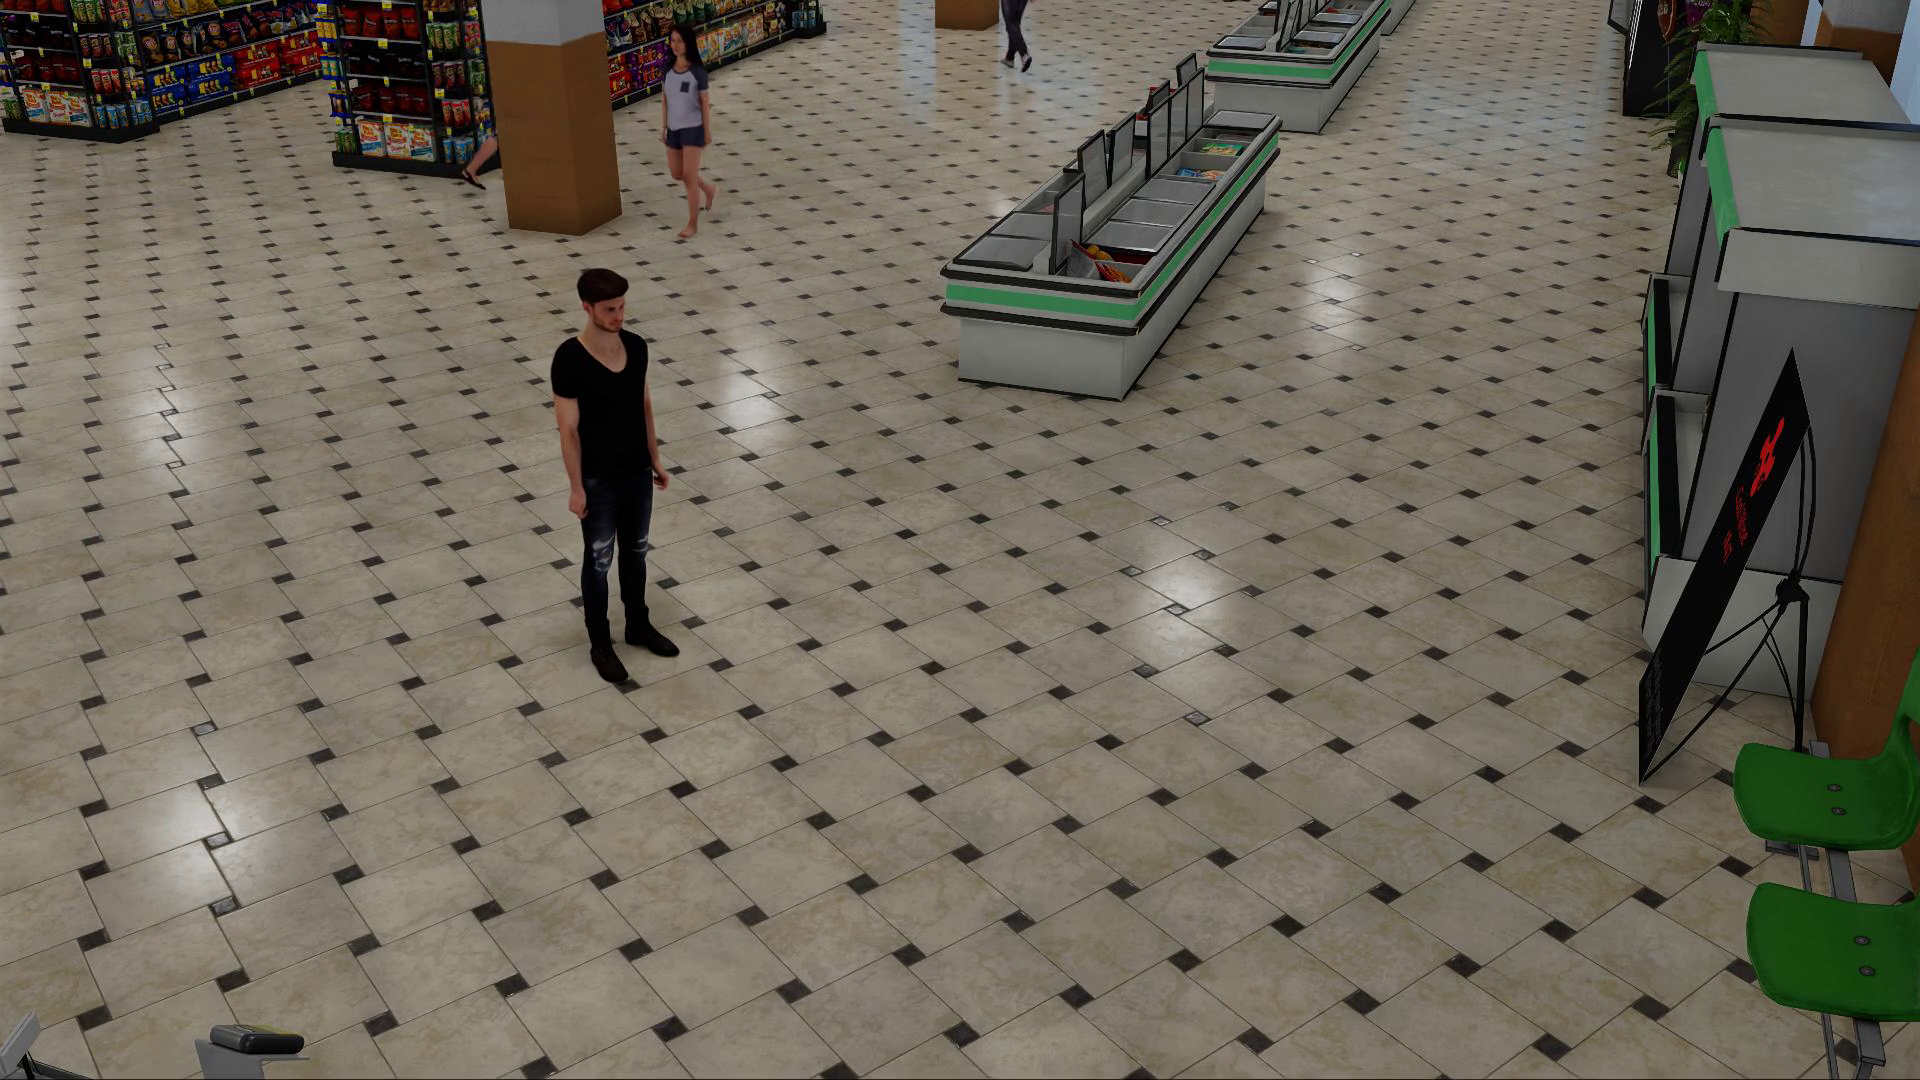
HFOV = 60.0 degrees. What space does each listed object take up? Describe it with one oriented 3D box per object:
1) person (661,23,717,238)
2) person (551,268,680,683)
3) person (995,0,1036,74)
[{"bbox_3d":[-2.216,-3.398,13.737,0.686,1.690,0.935,13,30,24],"label":"person"},{"bbox_3d":[-1.557,-0.305,7.414,0.808,1.894,0.649,22,34,36],"label":"person"},{"bbox_3d":[0.677,-6.382,19.514,1.197,1.788,1.273,-11,29,-21],"label":"person"}]
